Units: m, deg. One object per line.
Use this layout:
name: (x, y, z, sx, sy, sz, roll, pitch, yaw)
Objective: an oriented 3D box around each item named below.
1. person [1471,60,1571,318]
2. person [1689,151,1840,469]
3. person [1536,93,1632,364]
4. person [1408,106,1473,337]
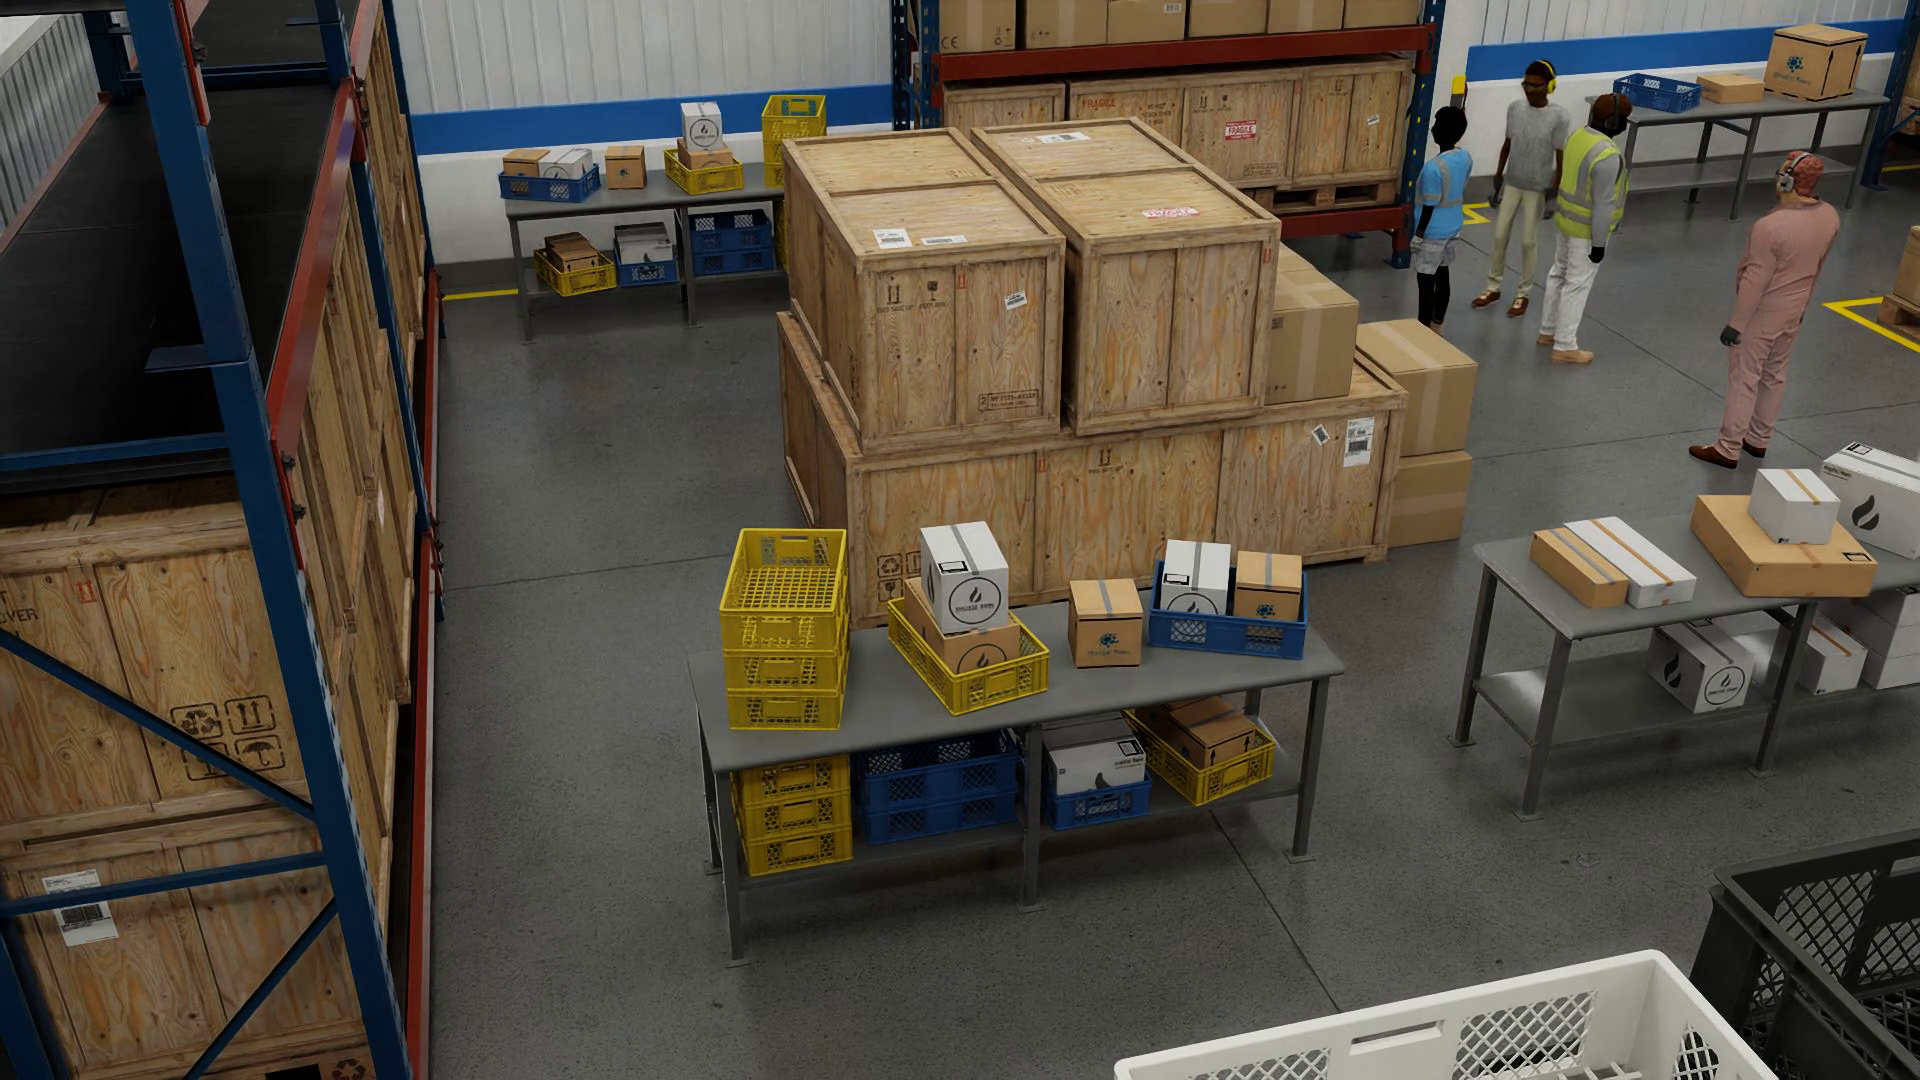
person: (4.102, -2.546, 12.086, 0.359, 1.855, 0.532, -23, 36, -35)
person: (4.777, -1.356, 9.866, 0.650, 1.907, 0.409, -15, 32, -26)
person: (4.271, -2.121, 11.332, 0.428, 1.836, 0.627, -2, 29, -3)
person: (3.295, -2.152, 11.525, 0.318, 1.696, 0.532, 23, 36, 35)
